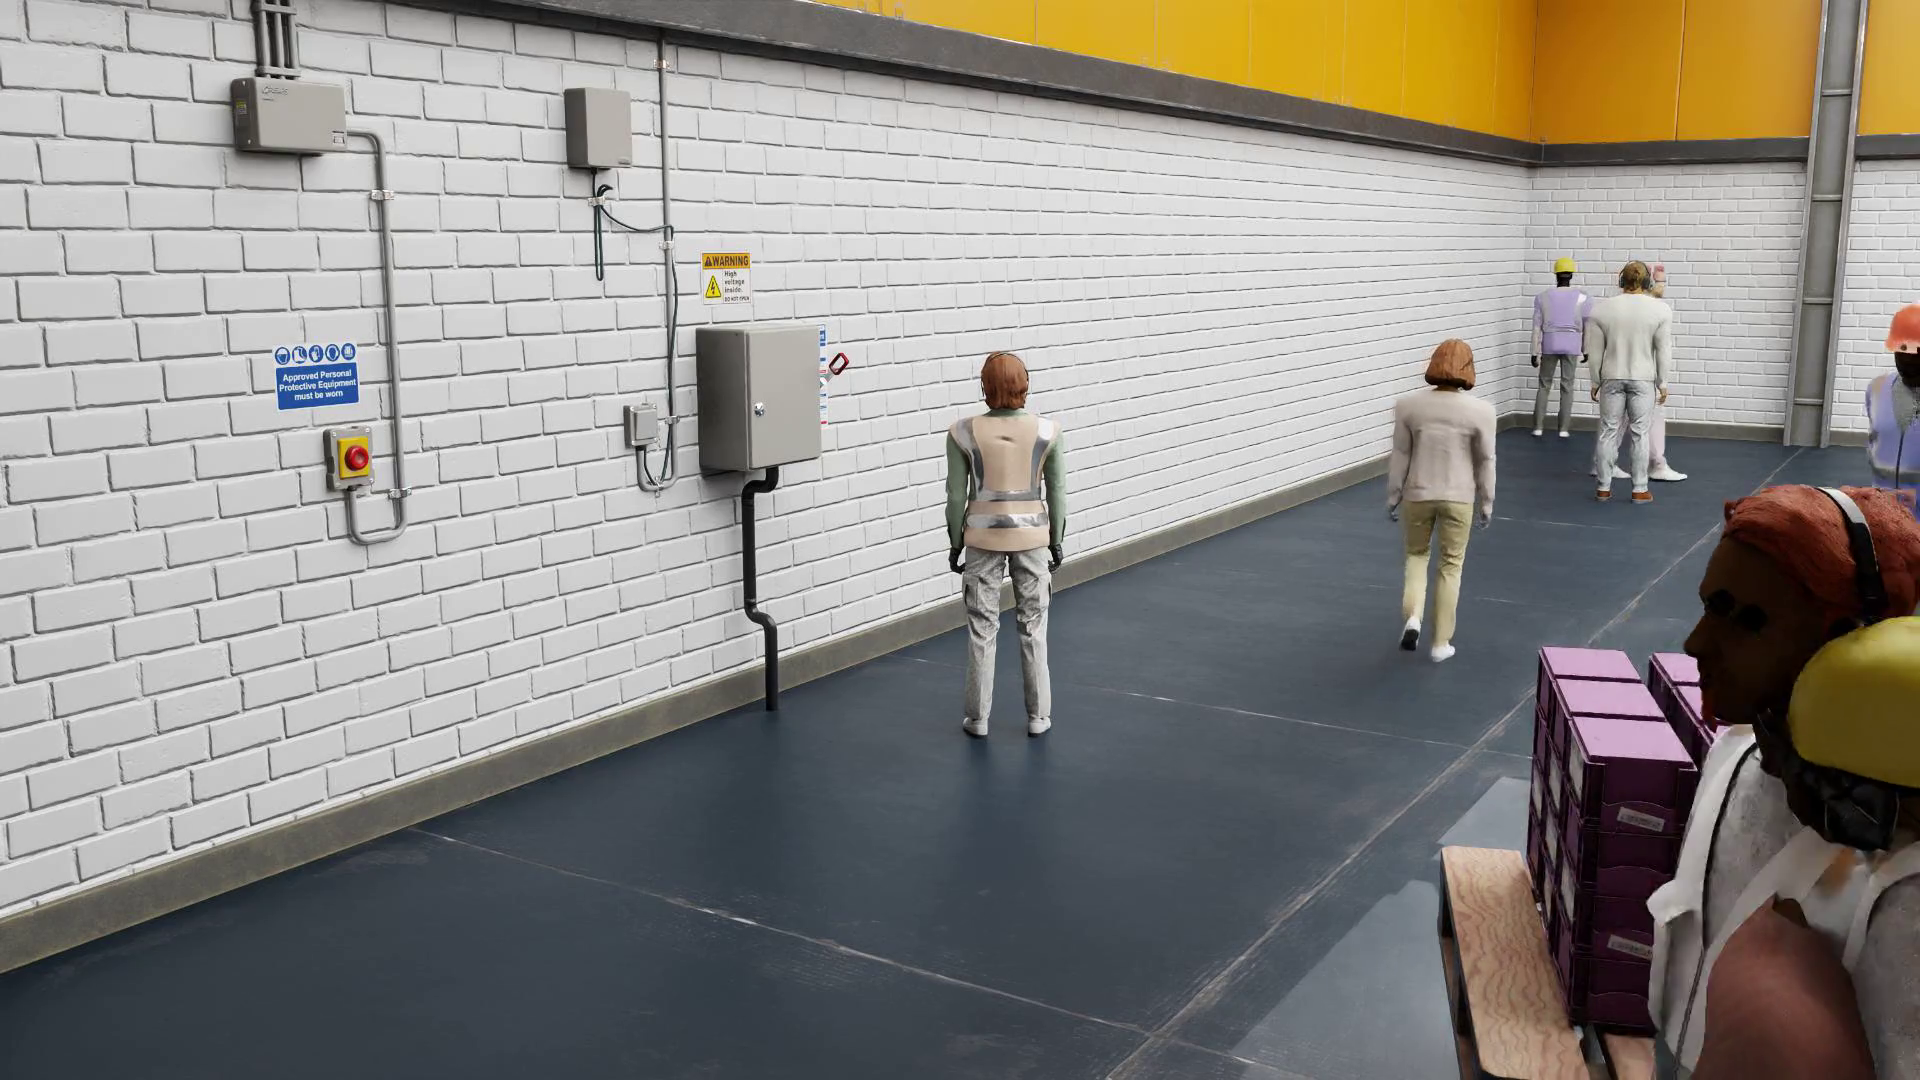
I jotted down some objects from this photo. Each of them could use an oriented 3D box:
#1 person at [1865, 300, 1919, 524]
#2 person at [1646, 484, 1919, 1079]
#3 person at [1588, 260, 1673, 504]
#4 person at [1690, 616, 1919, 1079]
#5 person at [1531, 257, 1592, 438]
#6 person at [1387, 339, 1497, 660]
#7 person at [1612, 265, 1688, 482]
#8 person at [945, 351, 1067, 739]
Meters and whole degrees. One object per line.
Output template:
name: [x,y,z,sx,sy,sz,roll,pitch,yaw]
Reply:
person: [4.129,-0.101,7.172,1.076,1.846,0.548,-6,12,-31]
person: [0.943,0.850,1.956,0.999,1.837,0.588,0,10,-1]
person: [5.349,-1.257,13.319,0.632,1.940,0.372,6,12,31]
person: [0.935,0.915,1.892,0.894,1.725,0.531,9,14,41]
person: [6.377,-2.036,17.680,0.597,1.924,0.413,3,11,18]
person: [2.402,-0.194,8.306,0.525,1.618,0.369,5,12,27]
person: [6.031,-1.445,14.518,0.844,1.875,0.663,2,10,13]
person: [0.194,0.030,7.001,0.514,1.645,0.308,0,10,-2]
